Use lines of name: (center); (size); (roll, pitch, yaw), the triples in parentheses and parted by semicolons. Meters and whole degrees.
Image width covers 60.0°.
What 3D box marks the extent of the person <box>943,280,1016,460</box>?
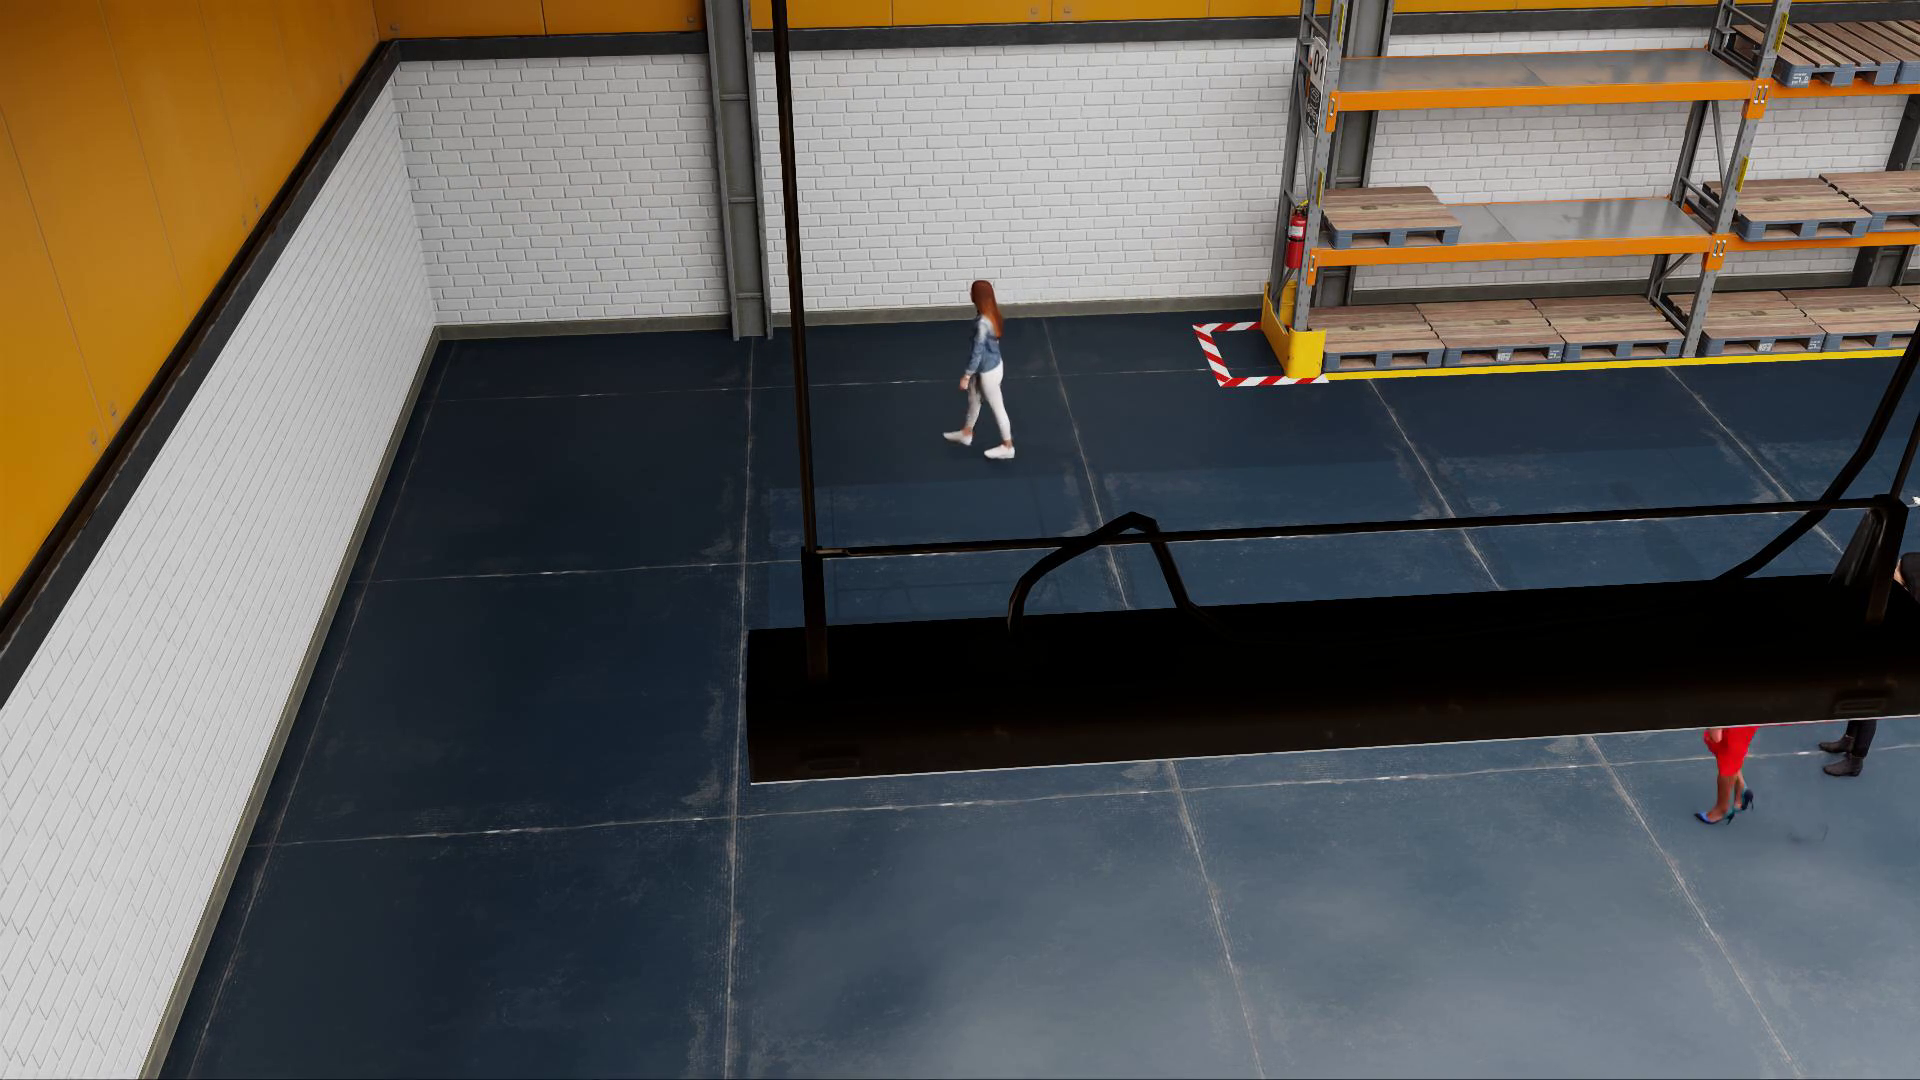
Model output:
person: (0.339, -1.452, 14.510); (0.959, 1.671, 0.748); (3, 34, 4)

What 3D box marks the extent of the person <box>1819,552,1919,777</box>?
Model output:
person: (6.080, 0.822, 11.023); (0.700, 1.743, 0.731); (10, 35, 15)
